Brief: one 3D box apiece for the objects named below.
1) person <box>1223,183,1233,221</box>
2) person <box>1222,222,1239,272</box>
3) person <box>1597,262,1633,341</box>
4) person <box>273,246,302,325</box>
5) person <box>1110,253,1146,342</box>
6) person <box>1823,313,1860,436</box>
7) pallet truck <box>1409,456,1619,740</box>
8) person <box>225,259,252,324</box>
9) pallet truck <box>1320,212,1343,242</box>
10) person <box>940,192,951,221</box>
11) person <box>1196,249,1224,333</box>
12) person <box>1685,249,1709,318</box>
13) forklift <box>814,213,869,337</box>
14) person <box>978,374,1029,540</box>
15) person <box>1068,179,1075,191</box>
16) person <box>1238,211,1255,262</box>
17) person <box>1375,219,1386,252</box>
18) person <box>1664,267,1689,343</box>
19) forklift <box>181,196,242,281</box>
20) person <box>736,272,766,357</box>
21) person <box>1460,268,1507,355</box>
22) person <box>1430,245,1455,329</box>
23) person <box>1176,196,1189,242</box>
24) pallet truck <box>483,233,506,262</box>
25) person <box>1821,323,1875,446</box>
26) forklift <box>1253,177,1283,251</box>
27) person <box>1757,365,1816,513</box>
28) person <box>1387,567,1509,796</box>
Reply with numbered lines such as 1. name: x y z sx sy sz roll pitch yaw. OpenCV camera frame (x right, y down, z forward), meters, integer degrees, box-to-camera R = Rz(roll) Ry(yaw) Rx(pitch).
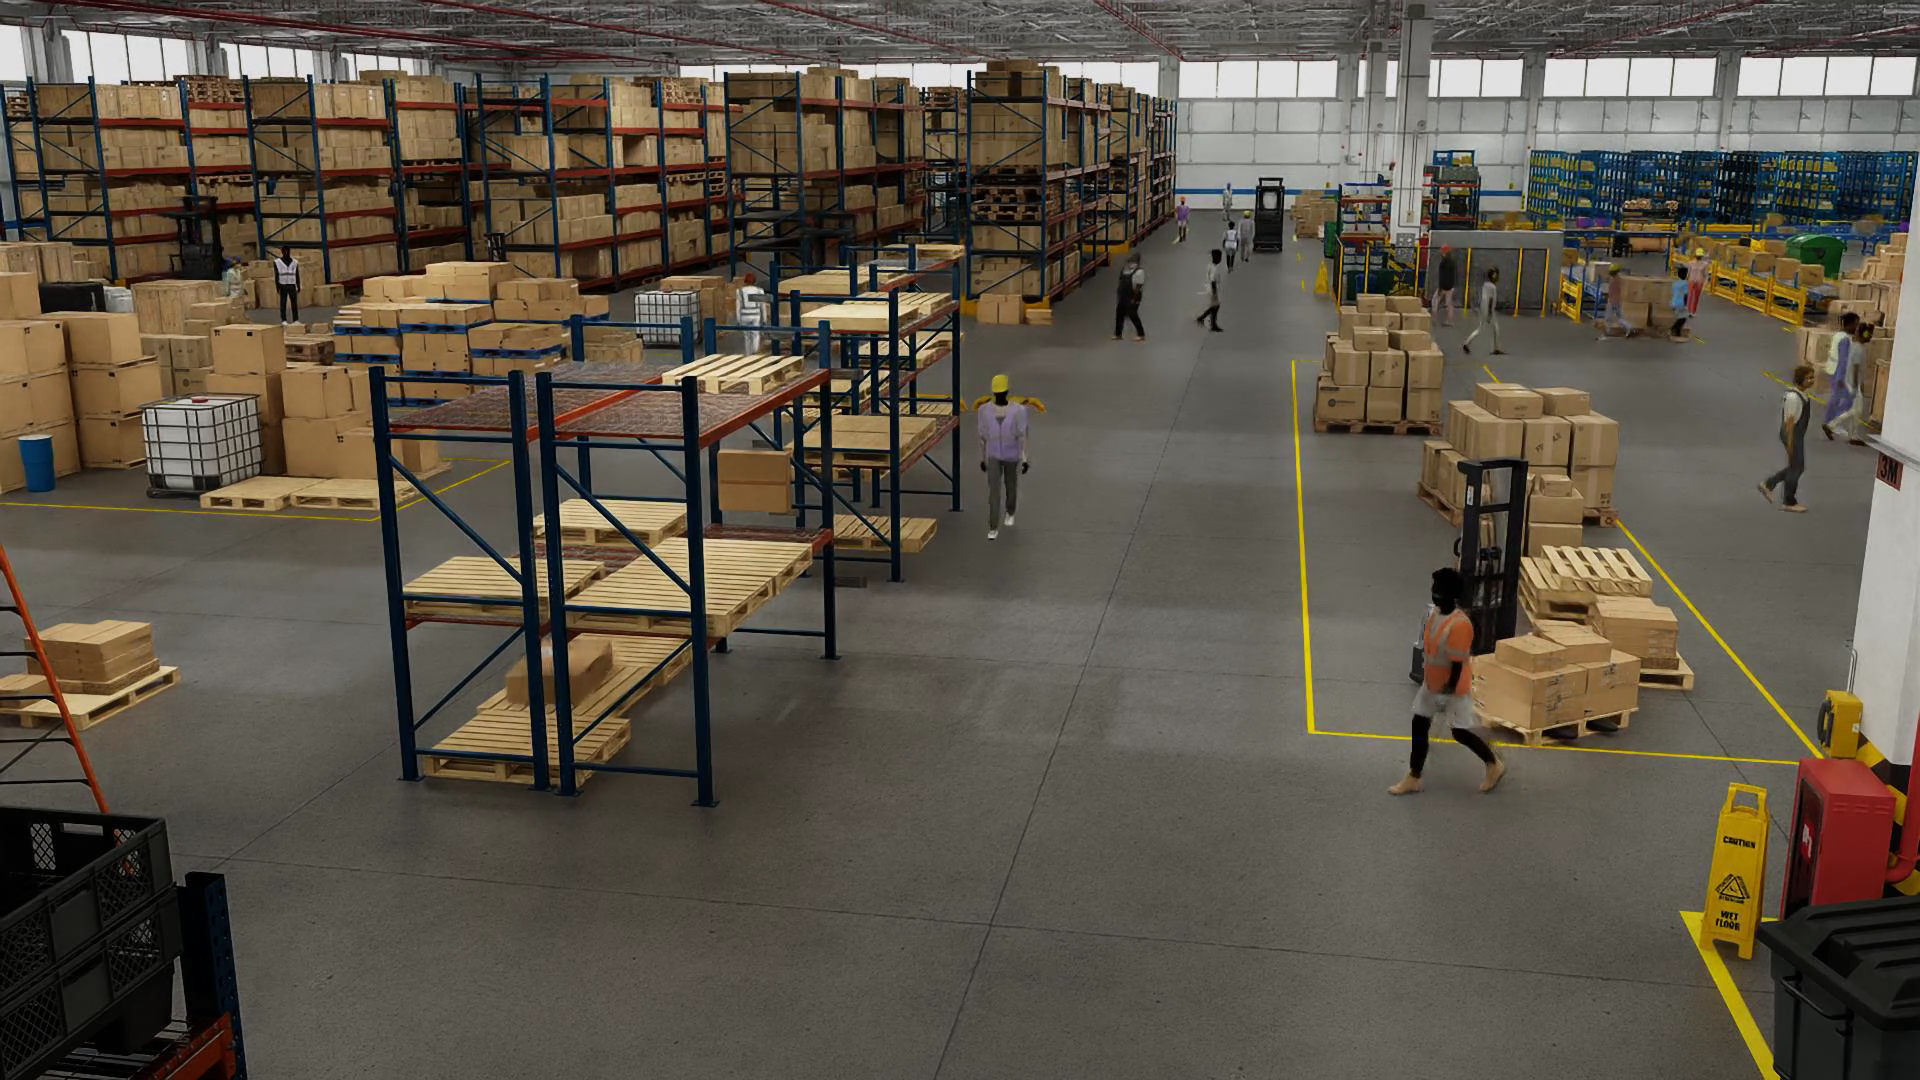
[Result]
1. person: 13.903 -17.529 86.311 0.620 1.940 0.419 -8 16 -29
2. person: 8.990 -9.729 55.223 0.536 1.656 0.850 1 14 4
3. person: 14.633 -5.298 37.030 0.628 1.747 0.521 12 18 40
4. person: -16.241 -6.147 40.167 0.589 1.909 0.386 -11 18 -38
5. person: 3.752 -5.448 37.052 0.585 2.000 0.743 -9 17 -33
6. person: 13.600 -2.540 25.565 0.545 1.896 0.596 5 15 18
7. pallet truck: 4.504 0.400 13.395 0.823 1.965 1.885 -6 15 -23
8. person: -17.509 -5.978 40.105 0.833 1.600 0.525 2 14 7
9. pallet truck: 15.874 -13.227 70.310 0.680 1.201 1.601 10 17 35
10. person: -0.745 -17.357 85.734 0.563 1.891 0.989 0 14 2
11. person: 5.845 -5.789 38.625 0.546 1.948 0.622 1 14 5
12. person: 18.450 -6.419 41.652 0.549 1.710 0.925 5 15 18
13. forklift: -2.718 -5.848 36.948 1.129 2.768 1.873 3 14 10
14. person: 0.511 -1.014 19.372 0.600 1.893 0.930 2 14 8
15. person: 6.310 -19.249 93.260 0.903 1.963 0.616 -6 15 -22
16. person: 10.280 -10.894 59.694 0.611 1.786 0.922 1 14 6
17. person: 14.505 -10.239 57.341 0.287 1.631 0.501 -8 16 -28
18. person: 15.820 -5.166 36.654 0.458 1.667 0.568 -1 14 -4
19. forklift: -21.128 -8.215 46.558 1.129 2.768 1.873 3 14 10
20. person: -4.182 -4.424 33.264 0.579 1.868 0.621 -1 14 -4
21. person: 10.972 -4.764 34.721 0.949 1.835 0.529 -2 14 -7
22. person: 11.429 -6.035 39.584 0.659 1.960 0.887 -11 18 -37
23. person: 9.364 -13.517 70.070 0.550 1.919 0.515 2 14 10
24. pallet truck: -11.832 -7.026 43.548 1.885 1.965 0.823 8 16 28
25. person: 13.295 -2.317 24.746 0.619 1.846 0.543 6 15 23
26. forklift: 12.083 -12.747 64.956 1.129 2.768 1.873 3 14 10
27. person: 10.211 -1.248 20.436 0.538 1.827 0.529 10 17 36
28. person: 3.464 0.998 11.654 0.804 1.667 0.540 -3 14 -13
